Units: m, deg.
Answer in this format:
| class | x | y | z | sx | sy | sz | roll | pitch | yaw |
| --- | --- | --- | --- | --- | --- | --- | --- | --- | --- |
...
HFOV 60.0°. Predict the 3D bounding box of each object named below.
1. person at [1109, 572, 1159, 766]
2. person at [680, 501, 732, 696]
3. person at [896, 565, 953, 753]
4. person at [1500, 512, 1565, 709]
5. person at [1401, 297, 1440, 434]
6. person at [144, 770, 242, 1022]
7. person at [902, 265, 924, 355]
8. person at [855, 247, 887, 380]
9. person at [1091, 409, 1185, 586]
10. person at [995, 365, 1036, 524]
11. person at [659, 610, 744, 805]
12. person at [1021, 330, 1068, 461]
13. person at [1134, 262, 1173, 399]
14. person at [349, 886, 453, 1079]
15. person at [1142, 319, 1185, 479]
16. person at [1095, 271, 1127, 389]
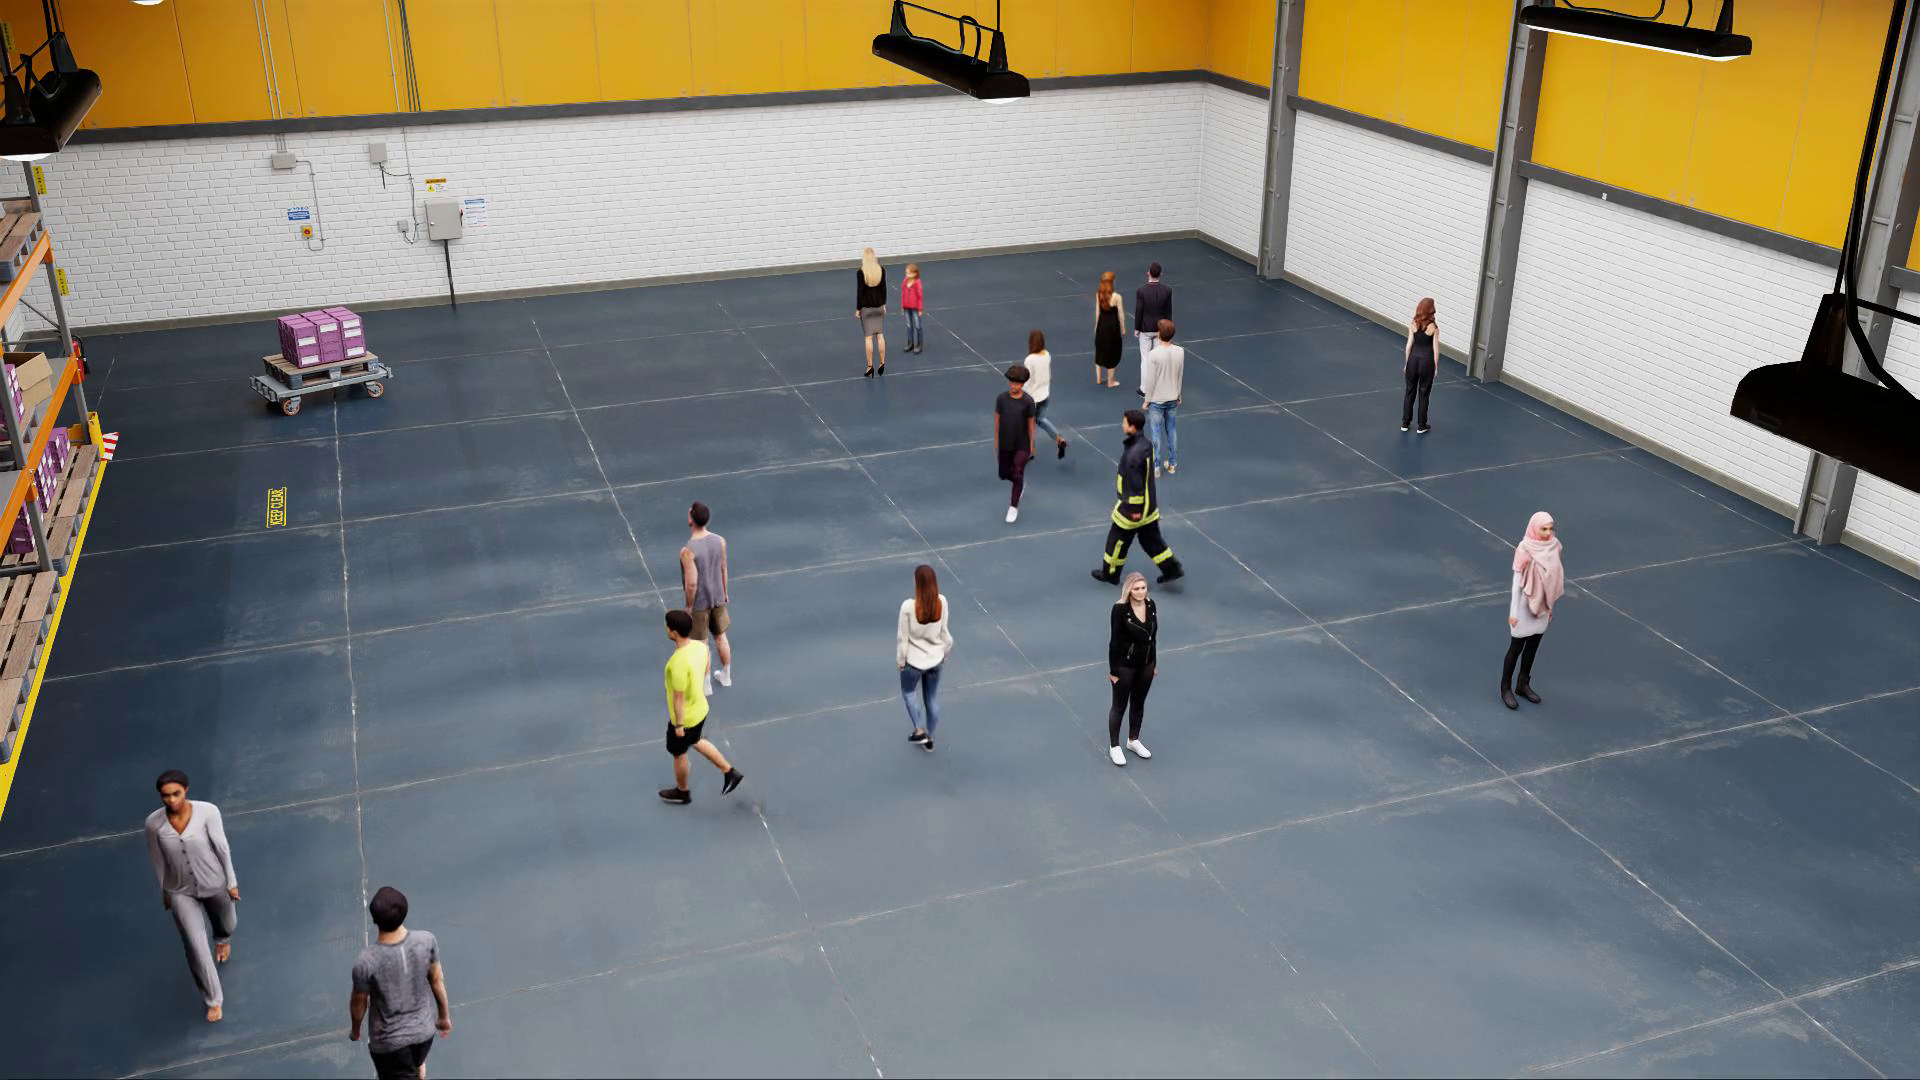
| class | x | y | z | sx | sy | sz | roll | pitch | yaw |
| --- | --- | --- | --- | --- | --- | --- | --- | --- | --- |
| person | 1.423 | 1.040 | 13.749 | 0.638 | 1.686 | 0.562 | -12 | 26 | -25 |
| person | -2.274 | 0.520 | 14.829 | 0.711 | 1.844 | 0.710 | 21 | 31 | 40 |
| person | -0.270 | 1.022 | 13.789 | 0.651 | 1.687 | 0.564 | -10 | 26 | -22 |
| person | 5.014 | 0.598 | 14.612 | 0.638 | 1.804 | 0.600 | -10 | 25 | -21 |
| person | 5.849 | -2.229 | 21.152 | 0.638 | 1.747 | 0.727 | 15 | 28 | 31 |
| person | -5.020 | 2.242 | 10.974 | 0.666 | 1.707 | 1.086 | -10 | 25 | -21 |
| person | -0.678 | -3.401 | 24.370 | 0.574 | 1.315 | 0.649 | 14 | 27 | 29 |
| person | -1.228 | -3.177 | 23.202 | 0.652 | 1.841 | 0.594 | -13 | 27 | -27 |
| person | 1.870 | -0.376 | 16.735 | 1.298 | 1.889 | 1.286 | 9 | 25 | 19 |
| person | 0.630 | -1.123 | 18.607 | 0.978 | 1.757 | 1.095 | 7 | 25 | 16 |
| person | -2.063 | 1.342 | 13.051 | 0.989 | 1.691 | 0.973 | 7 | 24 | 15 |
| person | 0.980 | -1.701 | 20.050 | 1.037 | 1.661 | 0.886 | 20 | 30 | 38 |
| person | 2.593 | -2.831 | 22.407 | 0.709 | 1.844 | 0.648 | -2 | 24 | -5 |
| person | -3.115 | 2.846 | 9.429 | 1.245 | 1.836 | 0.987 | 21 | 31 | 40 |
| person | 2.411 | -1.679 | 19.696 | 0.656 | 1.904 | 0.586 | -10 | 25 | -21 |
| person | 2.032 | -2.893 | 22.821 | 0.661 | 1.626 | 0.739 | 17 | 29 | 33 |
